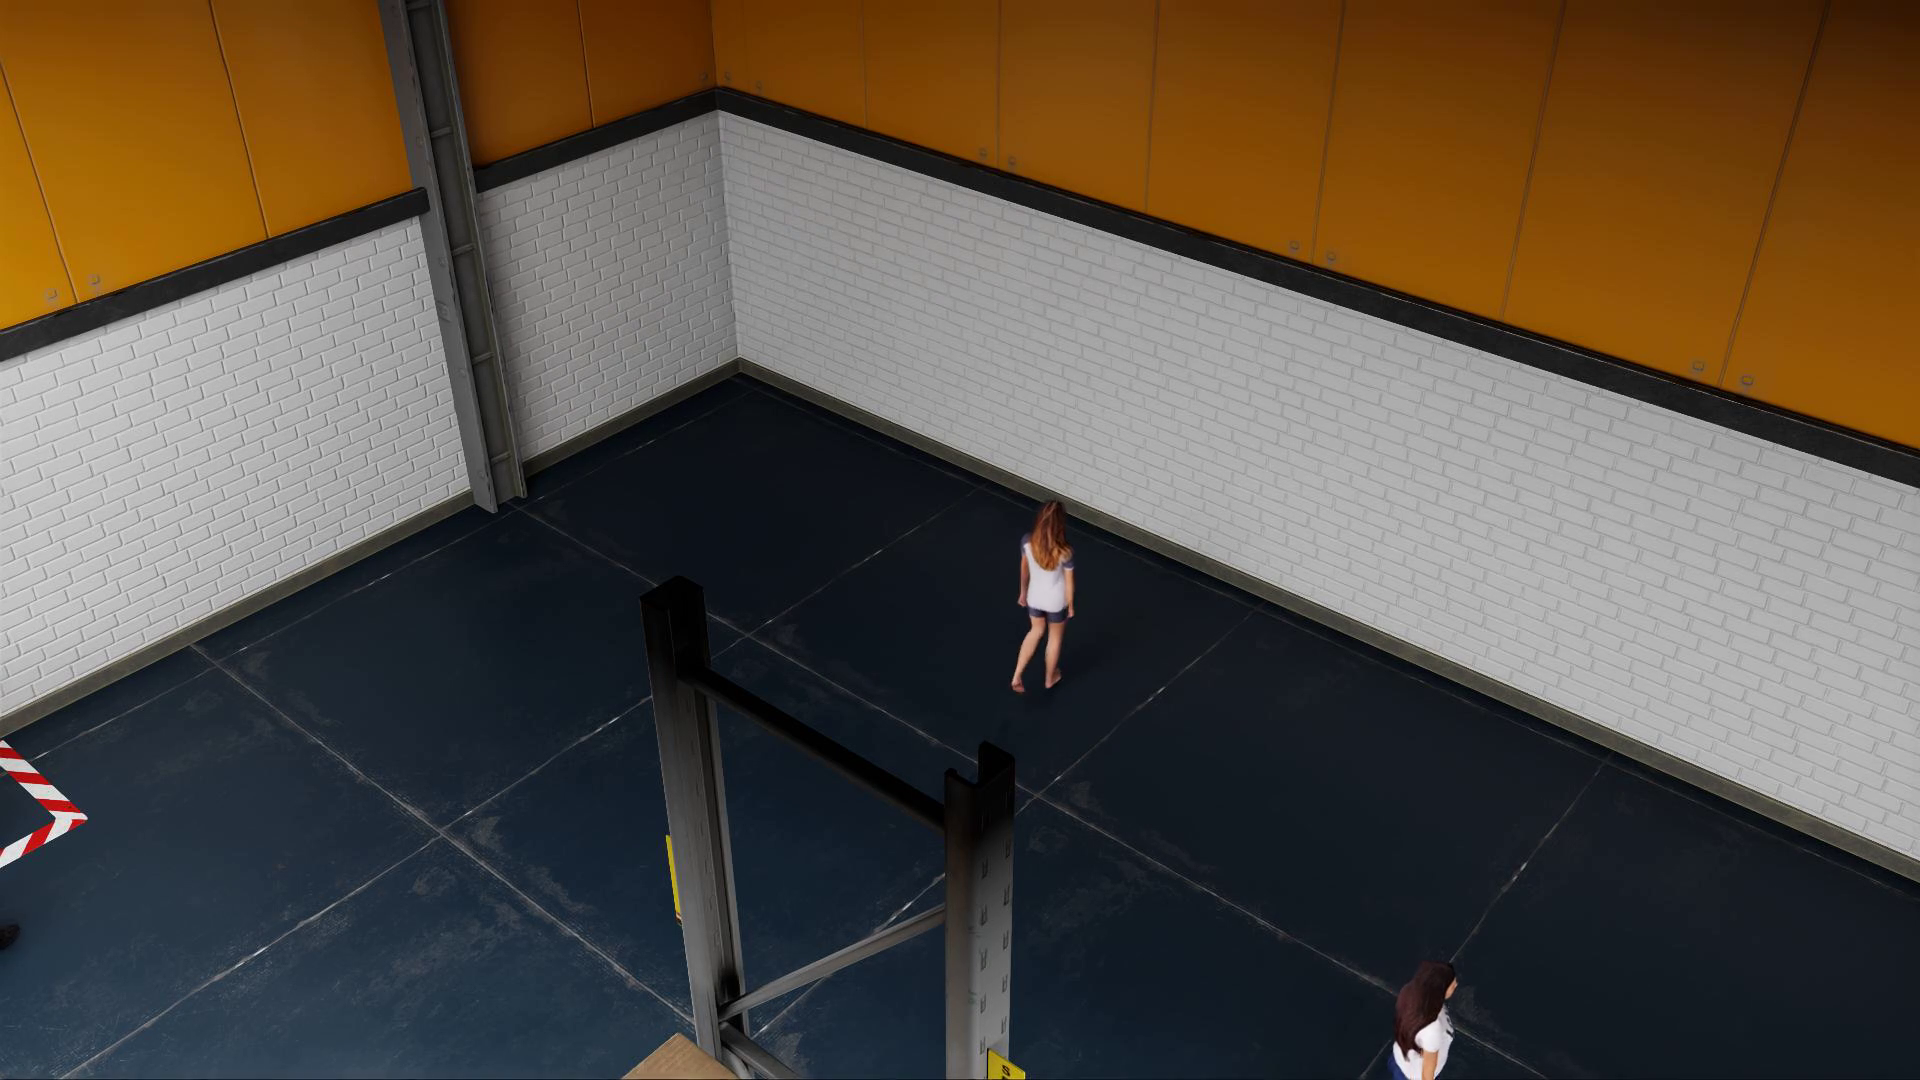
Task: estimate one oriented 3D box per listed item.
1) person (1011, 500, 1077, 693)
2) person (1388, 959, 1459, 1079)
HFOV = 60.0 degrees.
[{"bbox_3d":[0.623,0.488,12.509,0.664,1.715,0.863,19,38,26],"label":"person"},{"bbox_3d":[2.330,2.866,8.883,0.879,1.769,0.828,1,34,1],"label":"person"}]
